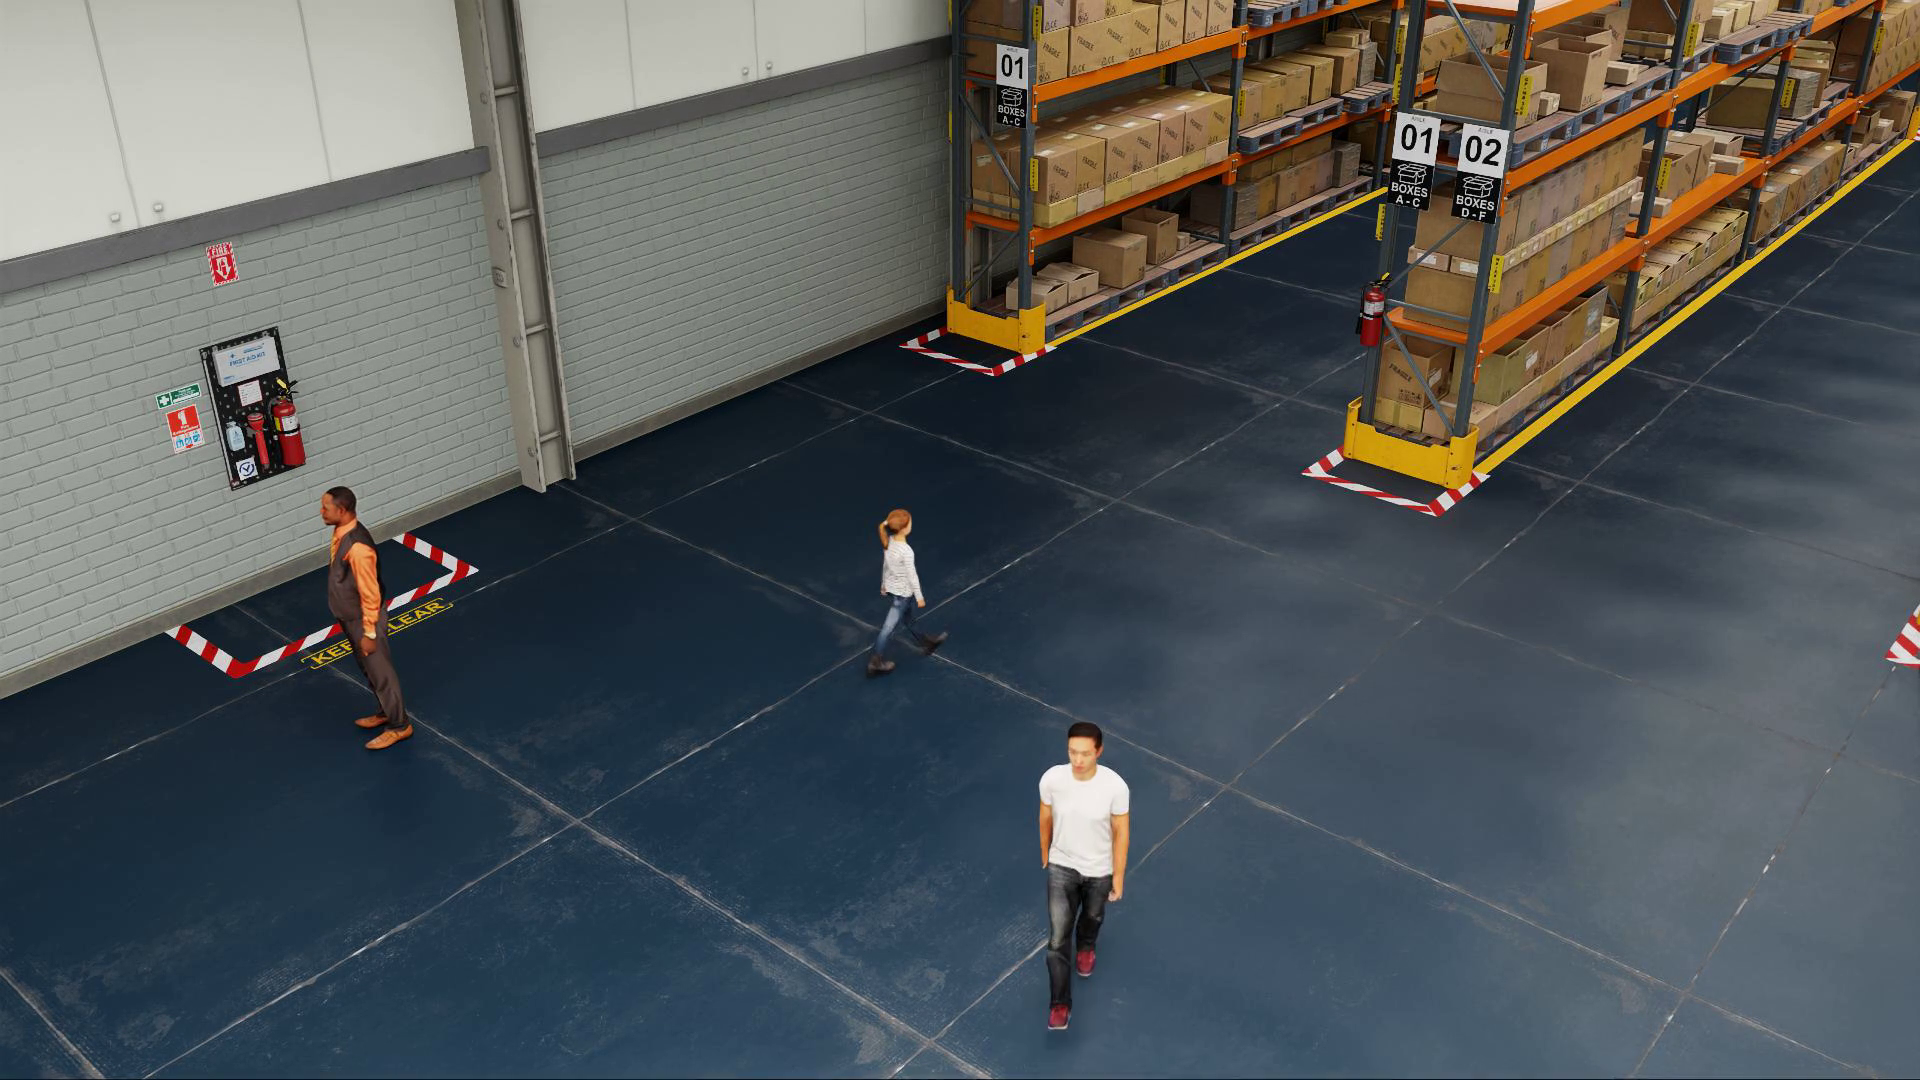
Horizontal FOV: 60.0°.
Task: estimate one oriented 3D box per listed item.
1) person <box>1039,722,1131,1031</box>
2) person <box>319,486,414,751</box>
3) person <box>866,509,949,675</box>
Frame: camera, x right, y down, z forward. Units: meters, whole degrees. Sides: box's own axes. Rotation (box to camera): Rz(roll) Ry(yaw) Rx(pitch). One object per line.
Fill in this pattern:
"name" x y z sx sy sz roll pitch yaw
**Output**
"person" 0.688 1.697 9.012 1.018 1.761 1.180 3 28 5
"person" -3.970 0.503 11.098 0.731 1.908 0.774 -16 32 -27
"person" -0.499 0.401 11.947 0.963 1.289 0.696 -15 32 -26
